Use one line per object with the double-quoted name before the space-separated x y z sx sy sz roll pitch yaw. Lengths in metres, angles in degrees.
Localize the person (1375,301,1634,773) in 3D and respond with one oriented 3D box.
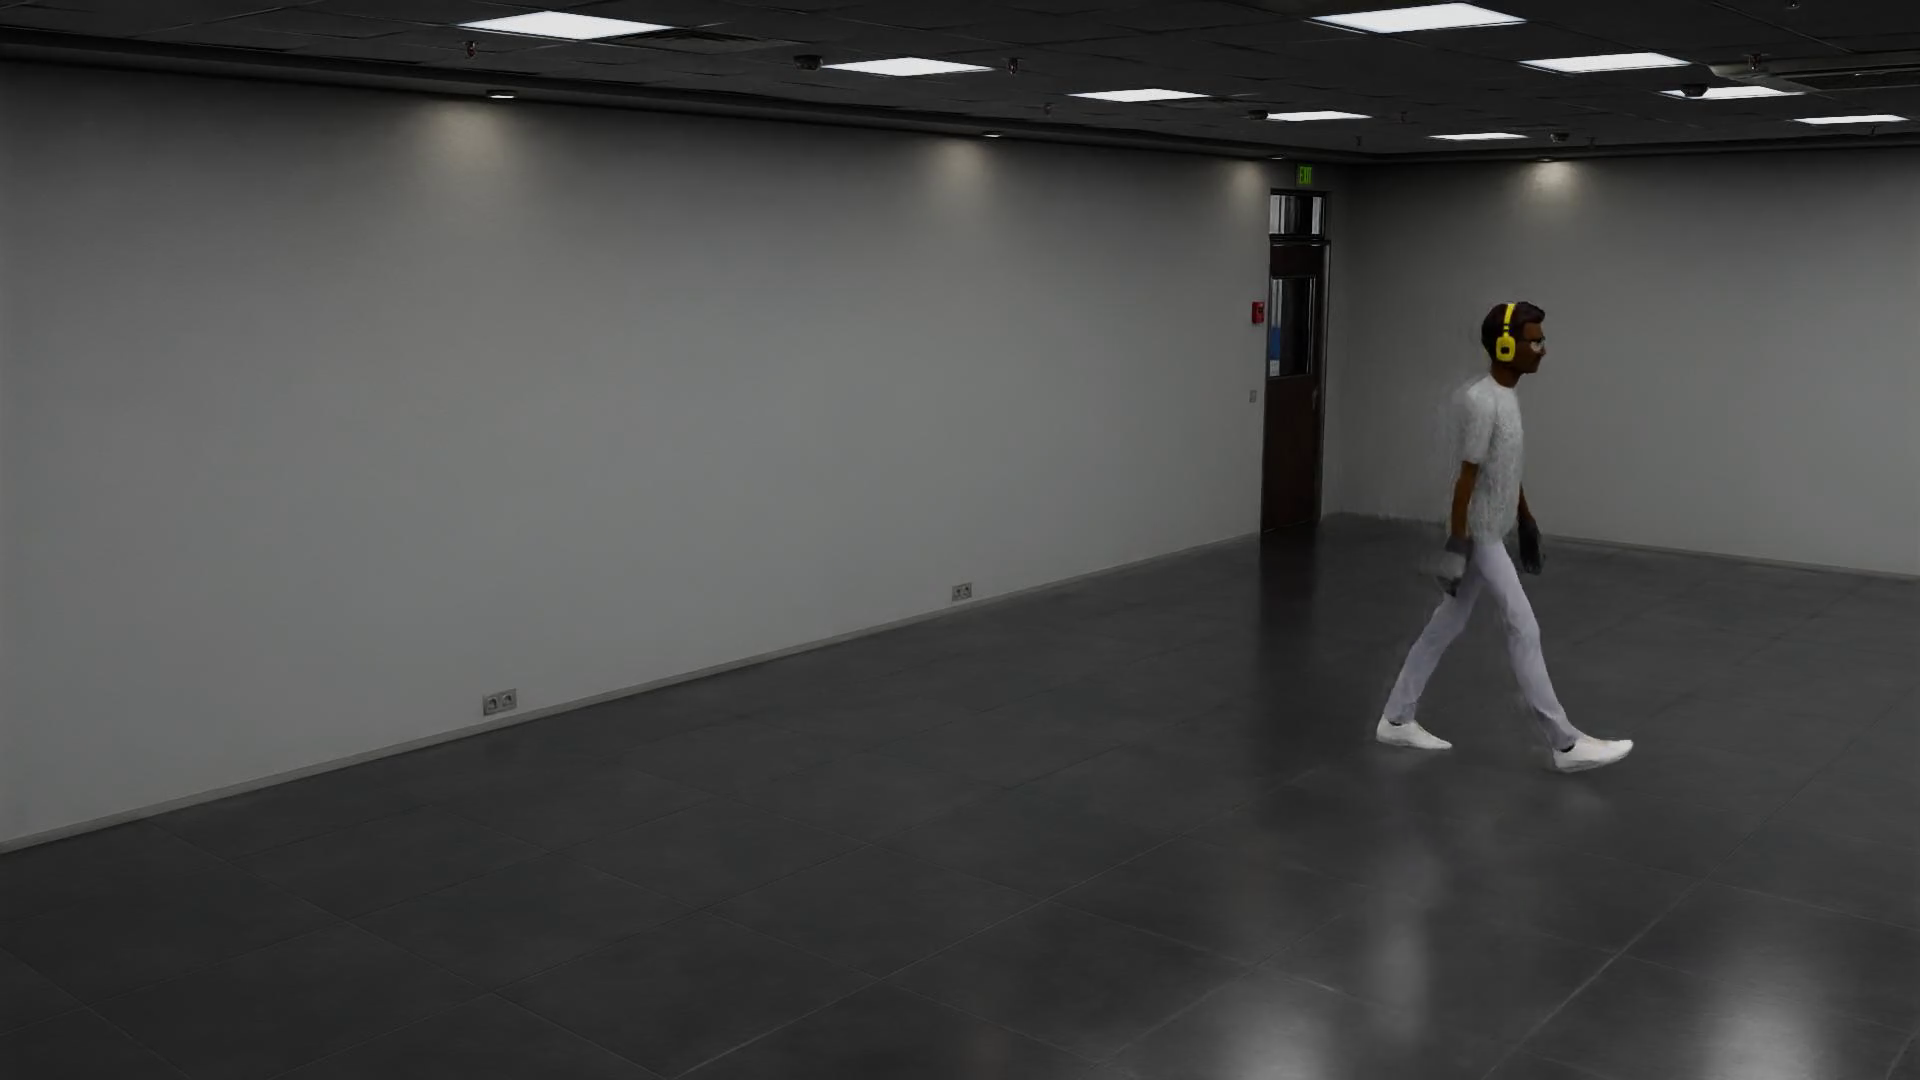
"person" 2.112 -0.009 6.469 1.005 1.816 0.544 4 11 24
